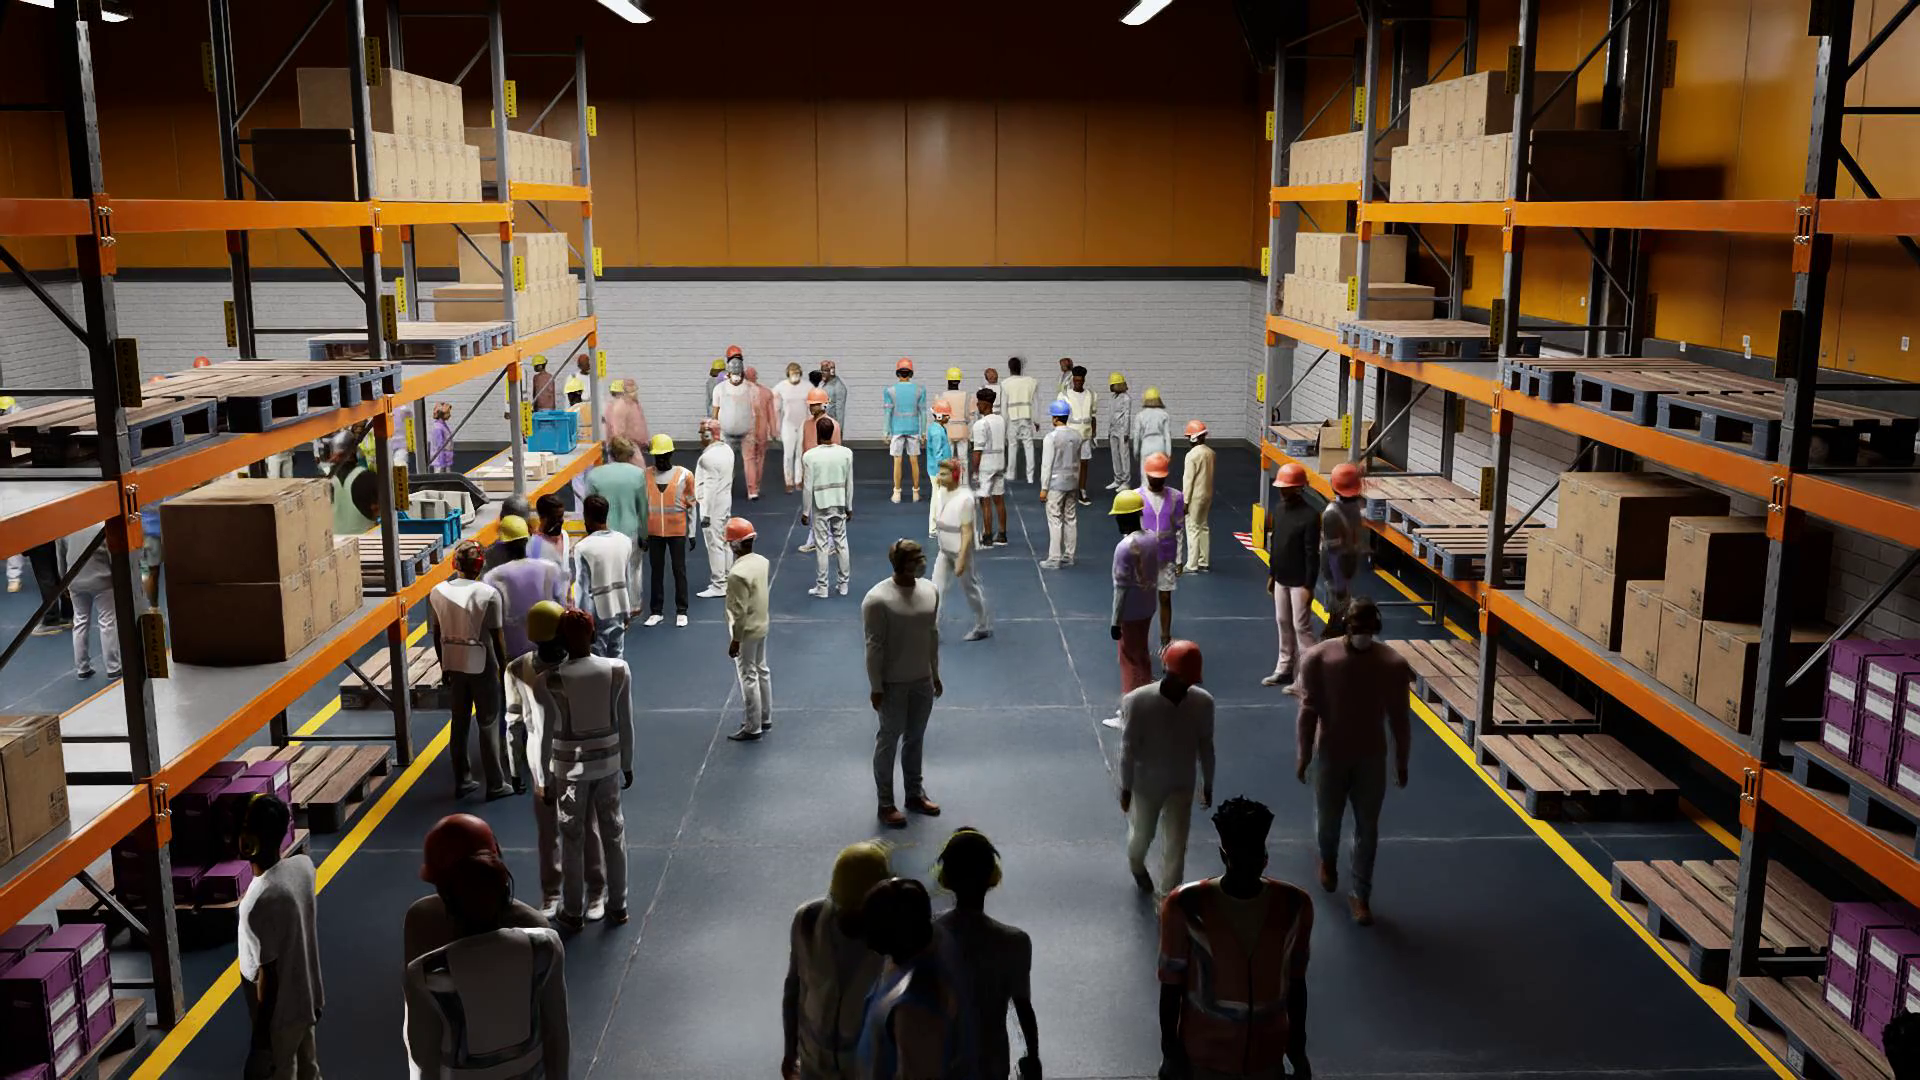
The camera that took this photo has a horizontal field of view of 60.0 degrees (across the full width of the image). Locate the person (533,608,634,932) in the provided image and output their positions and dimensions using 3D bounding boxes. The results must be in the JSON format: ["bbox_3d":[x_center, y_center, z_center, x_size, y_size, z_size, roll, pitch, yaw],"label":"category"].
[{"bbox_3d":[-2.136,1.307,9.491,0.575,1.880,0.359,-6,13,-28],"label":"person"}]

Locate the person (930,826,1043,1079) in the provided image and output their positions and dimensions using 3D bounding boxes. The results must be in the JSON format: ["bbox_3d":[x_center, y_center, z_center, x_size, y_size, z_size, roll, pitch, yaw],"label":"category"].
[{"bbox_3d":[0.041,1.971,6.226,0.570,1.847,0.467,3,12,17],"label":"person"}]

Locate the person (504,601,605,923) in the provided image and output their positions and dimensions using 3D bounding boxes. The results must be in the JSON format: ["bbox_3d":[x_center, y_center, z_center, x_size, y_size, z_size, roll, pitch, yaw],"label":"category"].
[{"bbox_3d":[-2.316,1.271,9.595,0.590,1.912,0.397,-1,11,-4],"label":"person"}]

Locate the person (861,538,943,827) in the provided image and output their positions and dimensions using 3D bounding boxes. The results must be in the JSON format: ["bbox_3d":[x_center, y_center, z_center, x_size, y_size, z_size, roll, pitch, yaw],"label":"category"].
[{"bbox_3d":[-0.368,0.938,11.184,0.632,1.939,0.368,-10,15,-42],"label":"person"}]

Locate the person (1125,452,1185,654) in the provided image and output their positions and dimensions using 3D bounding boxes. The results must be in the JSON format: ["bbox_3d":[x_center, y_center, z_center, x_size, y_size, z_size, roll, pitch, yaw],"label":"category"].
[{"bbox_3d":[1.778,0.152,15.166,0.549,1.927,0.393,-1,11,-4],"label":"person"}]

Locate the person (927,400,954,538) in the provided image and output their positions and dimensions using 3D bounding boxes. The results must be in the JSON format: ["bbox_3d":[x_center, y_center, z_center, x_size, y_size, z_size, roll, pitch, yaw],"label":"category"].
[{"bbox_3d":[-0.243,-0.891,20.864,0.352,1.738,0.573,0,11,-2],"label":"person"}]

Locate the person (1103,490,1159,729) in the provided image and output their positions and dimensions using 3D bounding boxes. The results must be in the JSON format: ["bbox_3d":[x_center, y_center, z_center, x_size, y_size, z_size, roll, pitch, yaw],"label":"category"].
[{"bbox_3d":[1.354,0.552,13.188,0.389,1.917,0.582,7,13,32],"label":"person"}]

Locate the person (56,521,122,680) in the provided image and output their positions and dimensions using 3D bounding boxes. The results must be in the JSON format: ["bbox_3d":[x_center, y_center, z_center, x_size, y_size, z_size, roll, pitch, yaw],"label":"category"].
[{"bbox_3d":[-7.591,0.360,14.571,0.566,1.744,0.350,0,11,-1],"label":"person"}]

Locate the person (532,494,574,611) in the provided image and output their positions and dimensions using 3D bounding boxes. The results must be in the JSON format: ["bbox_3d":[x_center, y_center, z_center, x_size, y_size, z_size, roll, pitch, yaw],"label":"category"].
[{"bbox_3d":[-3.245,0.568,13.130,0.401,1.907,0.597,3,12,14],"label":"person"}]

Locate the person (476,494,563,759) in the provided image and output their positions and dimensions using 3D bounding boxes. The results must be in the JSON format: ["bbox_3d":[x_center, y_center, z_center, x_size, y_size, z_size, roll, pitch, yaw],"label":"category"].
[{"bbox_3d":[-3.370,0.633,12.460,0.676,2.000,0.730,9,15,39],"label":"person"}]

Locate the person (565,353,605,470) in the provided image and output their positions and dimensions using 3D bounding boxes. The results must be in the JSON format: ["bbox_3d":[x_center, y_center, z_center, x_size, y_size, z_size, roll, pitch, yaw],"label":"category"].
[{"bbox_3d":[-5.871,-1.996,26.076,0.616,1.867,0.449,-8,14,-34],"label":"person"}]

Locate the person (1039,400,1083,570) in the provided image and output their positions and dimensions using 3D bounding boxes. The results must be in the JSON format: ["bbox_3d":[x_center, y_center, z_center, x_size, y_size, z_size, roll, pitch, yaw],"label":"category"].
[{"bbox_3d":[1.152,-0.632,19.073,0.613,1.942,0.404,-11,16,-44],"label":"person"}]

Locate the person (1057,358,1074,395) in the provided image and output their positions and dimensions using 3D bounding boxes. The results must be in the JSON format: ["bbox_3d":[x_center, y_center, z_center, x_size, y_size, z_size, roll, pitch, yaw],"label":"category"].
[{"bbox_3d":[1.800,-2.238,27.889,0.313,1.632,0.520,-5,13,-26],"label":"person"}]

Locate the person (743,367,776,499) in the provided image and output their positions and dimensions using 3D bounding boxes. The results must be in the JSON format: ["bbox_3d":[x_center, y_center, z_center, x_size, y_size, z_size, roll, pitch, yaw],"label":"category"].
[{"bbox_3d":[-2.976,-1.526,23.745,0.666,1.864,0.982,-3,12,-17],"label":"person"}]

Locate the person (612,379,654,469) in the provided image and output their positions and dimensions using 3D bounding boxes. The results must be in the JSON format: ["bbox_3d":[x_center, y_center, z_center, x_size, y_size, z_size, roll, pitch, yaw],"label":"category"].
[{"bbox_3d":[-4.322,-1.236,22.306,0.868,1.849,0.626,1,11,3],"label":"person"}]

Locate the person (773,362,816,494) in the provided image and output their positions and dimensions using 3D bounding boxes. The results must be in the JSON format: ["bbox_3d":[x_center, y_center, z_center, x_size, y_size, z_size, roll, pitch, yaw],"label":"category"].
[{"bbox_3d":[-2.356,-1.609,24.045,0.635,1.905,0.870,-3,12,-14],"label":"person"}]

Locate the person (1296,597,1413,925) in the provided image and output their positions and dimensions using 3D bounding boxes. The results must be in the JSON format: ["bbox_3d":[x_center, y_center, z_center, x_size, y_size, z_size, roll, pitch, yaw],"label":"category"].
[{"bbox_3d":[2.282,1.250,9.667,0.670,1.923,0.502,1,11,6],"label":"person"}]

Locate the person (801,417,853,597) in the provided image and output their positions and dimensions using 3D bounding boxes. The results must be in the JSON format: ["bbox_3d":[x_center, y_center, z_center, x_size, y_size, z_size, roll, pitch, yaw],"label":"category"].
[{"bbox_3d":[-1.401,-0.346,17.670,0.587,1.922,0.391,-6,13,-29],"label":"person"}]

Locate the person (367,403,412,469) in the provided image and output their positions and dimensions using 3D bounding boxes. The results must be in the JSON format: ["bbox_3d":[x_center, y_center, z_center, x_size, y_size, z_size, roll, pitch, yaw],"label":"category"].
[{"bbox_3d":[-7.644,-1.259,22.359,0.598,1.898,1.058,-4,12,-20],"label":"person"}]

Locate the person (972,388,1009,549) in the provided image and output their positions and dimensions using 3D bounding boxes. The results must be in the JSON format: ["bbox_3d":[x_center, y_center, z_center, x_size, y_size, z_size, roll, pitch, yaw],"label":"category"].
[{"bbox_3d":[0.351,-0.877,20.252,0.367,1.958,0.610,9,14,39],"label":"person"}]

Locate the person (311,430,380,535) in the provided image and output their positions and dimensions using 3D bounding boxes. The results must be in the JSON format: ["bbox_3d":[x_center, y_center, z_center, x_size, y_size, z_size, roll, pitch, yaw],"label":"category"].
[{"bbox_3d":[-5.845,-0.061,15.938,0.691,2.000,0.713,-1,11,-6],"label":"person"}]

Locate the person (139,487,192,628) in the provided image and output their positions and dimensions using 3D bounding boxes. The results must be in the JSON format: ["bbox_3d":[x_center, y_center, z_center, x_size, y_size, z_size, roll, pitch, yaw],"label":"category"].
[{"bbox_3d":[-7.799,-0.109,16.262,0.606,2.012,0.593,-11,16,-44],"label":"person"}]

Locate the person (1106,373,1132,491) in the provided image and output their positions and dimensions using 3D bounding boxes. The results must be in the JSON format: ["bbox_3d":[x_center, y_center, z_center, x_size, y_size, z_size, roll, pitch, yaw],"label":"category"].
[{"bbox_3d":[2.311,-1.583,24.351,0.325,1.732,0.491,-6,13,-29],"label":"person"}]

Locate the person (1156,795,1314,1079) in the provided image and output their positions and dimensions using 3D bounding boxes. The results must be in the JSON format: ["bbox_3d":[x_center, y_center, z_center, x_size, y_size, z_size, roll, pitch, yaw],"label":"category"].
[{"bbox_3d":[1.035,1.904,6.272,0.603,1.966,0.367,-2,11,-9],"label":"person"}]

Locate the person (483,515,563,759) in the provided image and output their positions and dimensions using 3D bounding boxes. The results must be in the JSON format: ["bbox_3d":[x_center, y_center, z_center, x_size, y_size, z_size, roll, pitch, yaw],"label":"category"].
[{"bbox_3d":[-3.168,0.757,12.192,0.597,1.903,0.840,-5,12,-24],"label":"person"}]

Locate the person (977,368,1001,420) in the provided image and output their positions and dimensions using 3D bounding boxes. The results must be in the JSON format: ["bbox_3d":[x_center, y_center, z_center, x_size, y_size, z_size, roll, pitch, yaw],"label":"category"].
[{"bbox_3d":[0.496,-1.862,25.977,0.515,1.640,0.315,-6,13,-26],"label":"person"}]

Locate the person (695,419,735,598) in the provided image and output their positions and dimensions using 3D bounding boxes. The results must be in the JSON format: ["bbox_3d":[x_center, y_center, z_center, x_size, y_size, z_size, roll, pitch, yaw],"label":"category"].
[{"bbox_3d":[-2.628,-0.342,17.688,0.407,1.905,0.655,2,11,11],"label":"person"}]

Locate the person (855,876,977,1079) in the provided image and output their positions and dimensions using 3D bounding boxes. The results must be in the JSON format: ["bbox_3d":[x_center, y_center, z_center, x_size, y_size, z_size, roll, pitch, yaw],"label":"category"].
[{"bbox_3d":[-0.155,2.046,5.928,0.431,1.824,0.640,0,11,1],"label":"person"}]

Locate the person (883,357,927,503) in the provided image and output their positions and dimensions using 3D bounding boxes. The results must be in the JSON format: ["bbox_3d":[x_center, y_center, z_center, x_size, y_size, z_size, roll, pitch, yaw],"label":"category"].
[{"bbox_3d":[-0.775,-1.537,23.333,0.615,2.042,0.374,-2,11,-10],"label":"person"}]

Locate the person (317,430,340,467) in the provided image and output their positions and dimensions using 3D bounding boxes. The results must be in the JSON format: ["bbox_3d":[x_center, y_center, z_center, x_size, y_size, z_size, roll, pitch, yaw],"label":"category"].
[{"bbox_3d":[-8.228,-1.047,21.768,0.320,1.694,0.535,-1,11,-6],"label":"person"}]

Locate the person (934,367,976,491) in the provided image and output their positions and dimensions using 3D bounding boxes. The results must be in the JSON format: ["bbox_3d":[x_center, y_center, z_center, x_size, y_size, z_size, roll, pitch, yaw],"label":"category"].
[{"bbox_3d":[-0.074,-1.438,23.119,0.590,1.930,0.354,-1,11,-6],"label":"person"}]

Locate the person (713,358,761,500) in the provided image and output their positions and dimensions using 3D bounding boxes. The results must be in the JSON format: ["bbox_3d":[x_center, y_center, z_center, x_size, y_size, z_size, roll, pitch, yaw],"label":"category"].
[{"bbox_3d":[-3.150,-1.568,23.495,0.681,2.000,0.535,-1,11,-4],"label":"person"}]

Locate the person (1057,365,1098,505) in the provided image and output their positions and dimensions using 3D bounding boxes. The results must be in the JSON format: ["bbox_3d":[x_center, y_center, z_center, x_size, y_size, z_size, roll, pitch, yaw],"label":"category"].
[{"bbox_3d":[1.630,-1.450,23.092,0.612,1.962,0.363,-4,12,-17],"label":"person"}]

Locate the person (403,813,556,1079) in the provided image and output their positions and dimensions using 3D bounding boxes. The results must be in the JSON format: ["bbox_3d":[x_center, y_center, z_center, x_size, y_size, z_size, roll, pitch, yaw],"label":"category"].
[{"bbox_3d":[-1.758,1.935,6.075,0.618,1.986,0.408,3,12,16],"label":"person"}]

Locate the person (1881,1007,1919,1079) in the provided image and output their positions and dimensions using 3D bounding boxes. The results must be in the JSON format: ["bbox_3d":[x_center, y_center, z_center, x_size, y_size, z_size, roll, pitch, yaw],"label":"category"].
[{"bbox_3d":[2.595,2.224,4.664,0.364,1.964,0.611,10,15,41],"label":"person"}]

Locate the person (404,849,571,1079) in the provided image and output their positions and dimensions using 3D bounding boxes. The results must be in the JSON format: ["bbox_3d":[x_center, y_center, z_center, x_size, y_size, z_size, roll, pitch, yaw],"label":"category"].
[{"bbox_3d":[-1.674,2.009,5.958,0.582,1.882,0.351,-8,14,-33],"label":"person"}]

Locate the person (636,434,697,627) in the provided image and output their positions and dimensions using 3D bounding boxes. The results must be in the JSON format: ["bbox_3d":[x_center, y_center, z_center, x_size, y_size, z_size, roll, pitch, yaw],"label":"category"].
[{"bbox_3d":[-2.893,-0.092,16.377,0.594,1.925,0.376,1,11,5],"label":"person"}]

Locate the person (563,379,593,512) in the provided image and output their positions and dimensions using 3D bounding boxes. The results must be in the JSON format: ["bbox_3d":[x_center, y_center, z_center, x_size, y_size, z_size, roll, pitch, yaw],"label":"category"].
[{"bbox_3d":[-4.971,-1.141,21.687,0.396,1.913,0.591,3,12,15],"label":"person"}]

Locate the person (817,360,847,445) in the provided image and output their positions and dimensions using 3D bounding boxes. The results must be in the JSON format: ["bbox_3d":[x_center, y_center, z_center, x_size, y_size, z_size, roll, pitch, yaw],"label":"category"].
[{"bbox_3d":[-1.929,-1.706,24.552,0.401,1.900,0.643,-8,14,-34],"label":"person"}]

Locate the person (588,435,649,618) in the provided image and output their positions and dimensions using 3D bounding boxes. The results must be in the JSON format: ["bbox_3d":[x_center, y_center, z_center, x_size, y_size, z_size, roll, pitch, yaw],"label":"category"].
[{"bbox_3d":[-3.356,-0.083,16.416,0.644,1.911,0.930,0,11,0],"label":"person"}]

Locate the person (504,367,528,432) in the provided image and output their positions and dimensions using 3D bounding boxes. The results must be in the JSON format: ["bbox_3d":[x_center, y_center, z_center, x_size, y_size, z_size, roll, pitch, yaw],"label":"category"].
[{"bbox_3d":[-7.129,-2.129,26.738,0.350,1.878,0.568,3,12,15],"label":"person"}]

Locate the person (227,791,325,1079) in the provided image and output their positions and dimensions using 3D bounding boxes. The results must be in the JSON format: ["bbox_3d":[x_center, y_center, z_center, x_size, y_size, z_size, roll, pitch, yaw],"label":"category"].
[{"bbox_3d":[-2.686,1.891,6.583,0.309,1.868,0.535,0,11,2],"label":"person"}]

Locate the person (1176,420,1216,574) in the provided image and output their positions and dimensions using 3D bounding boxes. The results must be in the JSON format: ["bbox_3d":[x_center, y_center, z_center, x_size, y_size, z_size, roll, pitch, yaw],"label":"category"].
[{"bbox_3d":[2.662,-0.485,18.819,0.355,1.742,0.574,8,14,36],"label":"person"}]

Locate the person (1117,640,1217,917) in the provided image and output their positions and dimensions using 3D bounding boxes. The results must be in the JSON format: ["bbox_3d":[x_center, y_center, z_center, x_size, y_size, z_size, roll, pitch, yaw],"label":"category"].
[{"bbox_3d":[1.181,1.368,9.648,0.590,1.701,0.795,-2,11,-8],"label":"person"}]

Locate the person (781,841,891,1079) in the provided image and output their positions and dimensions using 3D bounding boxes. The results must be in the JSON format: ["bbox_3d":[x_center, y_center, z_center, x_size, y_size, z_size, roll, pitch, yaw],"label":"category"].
[{"bbox_3d":[-0.403,1.973,6.306,0.606,1.809,0.423,3,12,16],"label":"person"}]

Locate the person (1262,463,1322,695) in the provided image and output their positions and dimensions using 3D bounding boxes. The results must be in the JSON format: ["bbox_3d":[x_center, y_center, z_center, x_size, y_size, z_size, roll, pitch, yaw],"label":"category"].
[{"bbox_3d":[2.809,0.326,14.154,0.421,1.985,0.612,-5,12,-24],"label":"person"}]

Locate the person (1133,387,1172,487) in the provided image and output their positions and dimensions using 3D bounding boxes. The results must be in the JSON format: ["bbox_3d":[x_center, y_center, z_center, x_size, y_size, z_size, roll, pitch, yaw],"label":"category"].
[{"bbox_3d":[2.601,-1.205,22.485,0.524,1.715,0.601,1,11,6],"label":"person"}]

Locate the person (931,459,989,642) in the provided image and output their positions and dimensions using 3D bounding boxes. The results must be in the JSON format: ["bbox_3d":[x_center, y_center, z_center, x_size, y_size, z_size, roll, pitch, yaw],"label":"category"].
[{"bbox_3d":[-0.093,0.124,15.631,0.984,1.786,0.583,-8,14,-35],"label":"person"}]

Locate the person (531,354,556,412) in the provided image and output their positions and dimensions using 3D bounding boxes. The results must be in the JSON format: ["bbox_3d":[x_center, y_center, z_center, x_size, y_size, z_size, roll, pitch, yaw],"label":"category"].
[{"bbox_3d":[-6.804,-2.153,27.162,0.533,1.754,0.342,9,14,38],"label":"person"}]

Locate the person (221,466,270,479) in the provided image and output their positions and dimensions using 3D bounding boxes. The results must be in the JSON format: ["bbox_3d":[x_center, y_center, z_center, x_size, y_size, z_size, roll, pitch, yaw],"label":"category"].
[{"bbox_3d":[-8.197,-0.482,19.168,0.509,1.599,0.733,-10,15,-42],"label":"person"}]

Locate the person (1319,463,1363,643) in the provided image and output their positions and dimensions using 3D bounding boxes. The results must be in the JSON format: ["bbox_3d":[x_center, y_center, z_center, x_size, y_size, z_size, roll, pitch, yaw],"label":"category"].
[{"bbox_3d":[3.306,0.293,14.333,0.384,1.988,0.727,6,13,27],"label":"person"}]

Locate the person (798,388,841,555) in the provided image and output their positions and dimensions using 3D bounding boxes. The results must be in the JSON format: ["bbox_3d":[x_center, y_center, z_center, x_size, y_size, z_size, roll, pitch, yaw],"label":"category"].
[{"bbox_3d":[-1.677,-0.818,19.849,0.612,1.995,0.382,9,15,39],"label":"person"}]

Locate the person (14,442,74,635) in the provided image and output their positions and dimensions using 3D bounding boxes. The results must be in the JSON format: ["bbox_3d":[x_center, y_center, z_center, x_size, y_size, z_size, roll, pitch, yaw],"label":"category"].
[{"bbox_3d":[-8.905,-0.072,16.116,0.400,1.989,0.623,1,11,3],"label":"person"}]

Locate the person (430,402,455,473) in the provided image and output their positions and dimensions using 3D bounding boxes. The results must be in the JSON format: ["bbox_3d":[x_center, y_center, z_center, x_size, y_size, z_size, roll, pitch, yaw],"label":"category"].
[{"bbox_3d":[-6.693,-0.974,21.549,0.324,1.631,0.521,-2,12,-11],"label":"person"}]

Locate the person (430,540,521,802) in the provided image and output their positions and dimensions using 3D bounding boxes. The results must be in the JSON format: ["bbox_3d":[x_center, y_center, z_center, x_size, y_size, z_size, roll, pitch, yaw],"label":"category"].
[{"bbox_3d":[-3.391,0.913,11.557,0.562,1.840,0.390,4,12,18],"label":"person"}]

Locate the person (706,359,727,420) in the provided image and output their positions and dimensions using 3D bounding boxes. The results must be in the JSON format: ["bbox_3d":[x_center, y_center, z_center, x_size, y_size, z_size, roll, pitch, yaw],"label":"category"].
[{"bbox_3d":[-3.822,-2.002,26.421,0.492,1.742,0.324,10,15,41],"label":"person"}]

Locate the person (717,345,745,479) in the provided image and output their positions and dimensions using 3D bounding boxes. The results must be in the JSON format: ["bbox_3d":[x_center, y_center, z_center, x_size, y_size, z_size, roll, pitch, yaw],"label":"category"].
[{"bbox_3d":[-3.432,-1.960,25.495,0.604,2.034,0.418,-6,13,-29],"label":"person"}]

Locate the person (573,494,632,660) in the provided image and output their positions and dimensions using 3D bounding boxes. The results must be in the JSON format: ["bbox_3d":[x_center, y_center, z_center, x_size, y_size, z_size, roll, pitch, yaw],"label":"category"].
[{"bbox_3d":[-2.783,0.592,13.012,0.409,1.907,0.598,6,13,28],"label":"person"}]

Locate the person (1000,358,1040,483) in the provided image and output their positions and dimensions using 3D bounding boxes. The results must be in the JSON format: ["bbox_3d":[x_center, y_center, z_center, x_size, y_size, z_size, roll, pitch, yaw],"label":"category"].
[{"bbox_3d":[0.912,-1.807,25.167,0.689,1.870,0.895,-3,12,-15],"label":"person"}]

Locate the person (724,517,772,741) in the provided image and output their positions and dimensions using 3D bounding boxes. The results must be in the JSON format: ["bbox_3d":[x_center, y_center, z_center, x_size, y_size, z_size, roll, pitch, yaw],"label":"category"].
[{"bbox_3d":[-1.668,0.688,12.909,0.338,1.748,0.566,3,12,16],"label":"person"}]
